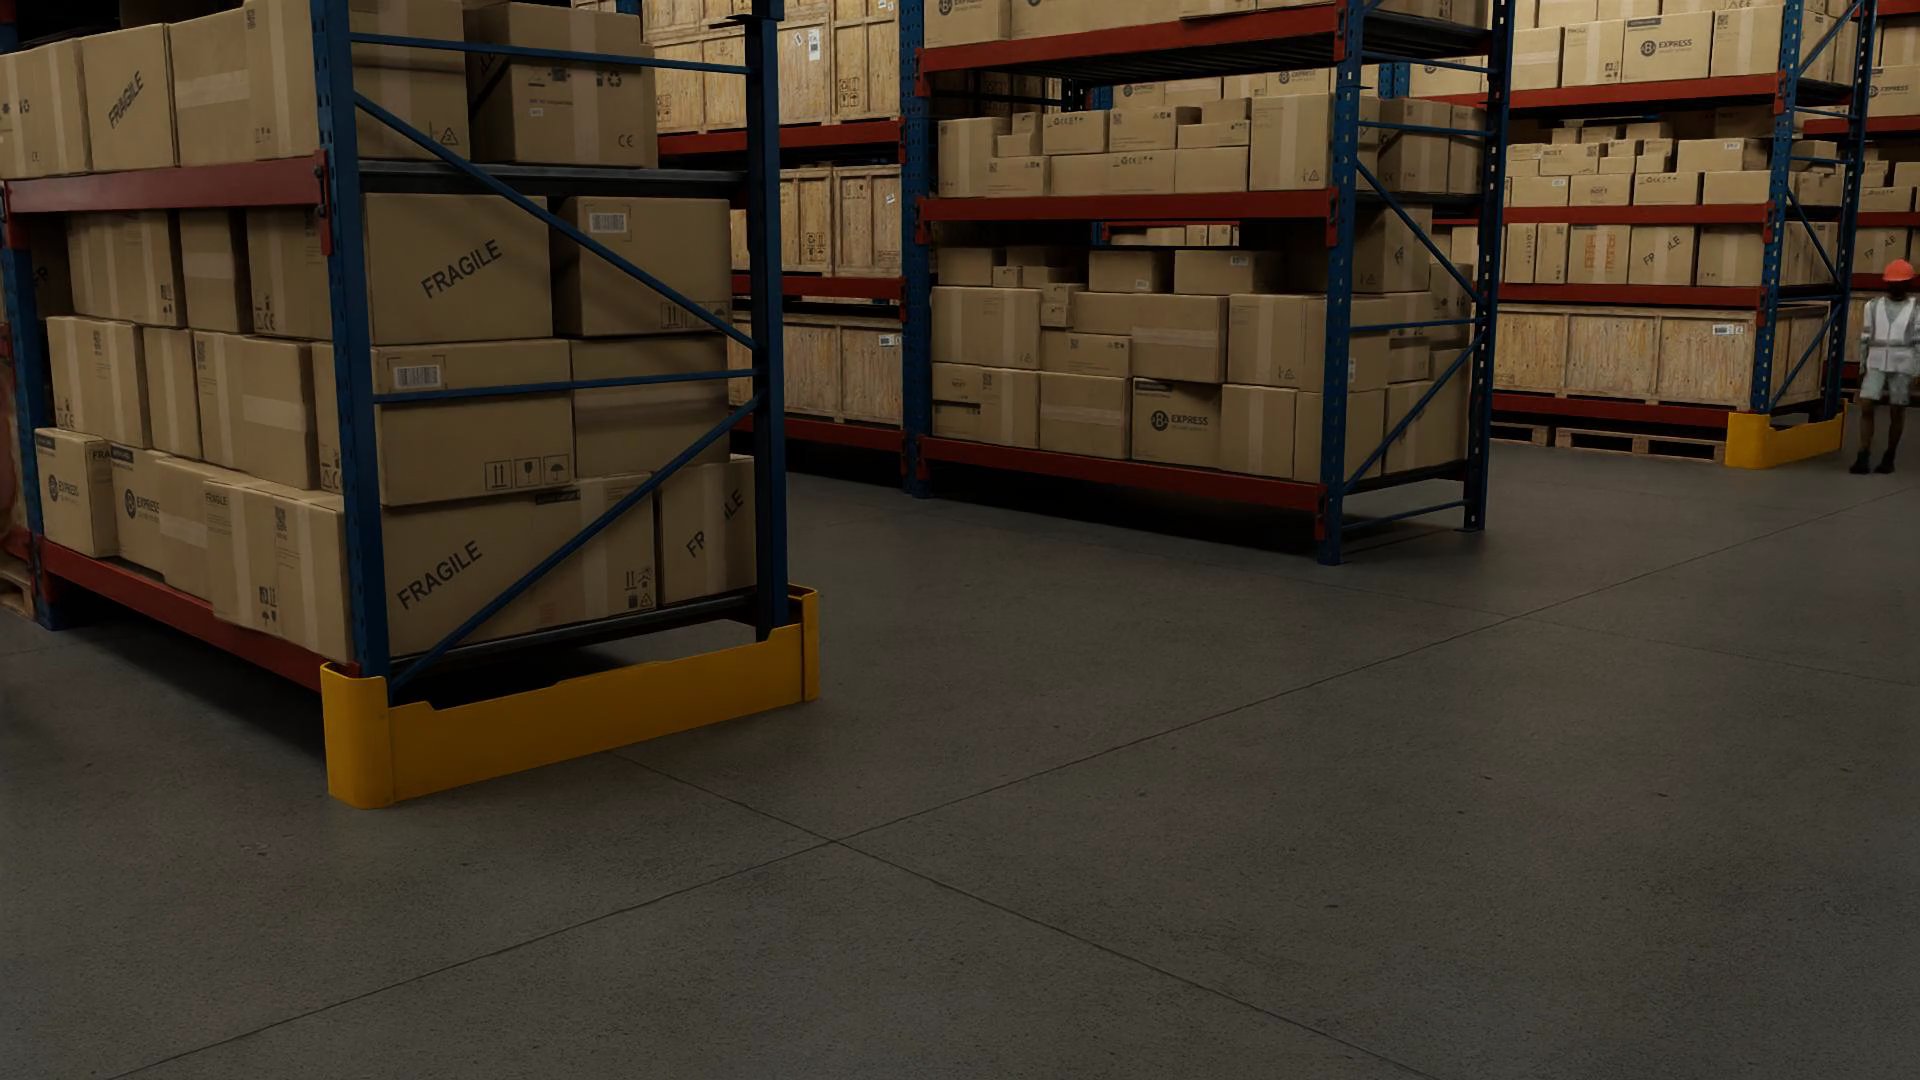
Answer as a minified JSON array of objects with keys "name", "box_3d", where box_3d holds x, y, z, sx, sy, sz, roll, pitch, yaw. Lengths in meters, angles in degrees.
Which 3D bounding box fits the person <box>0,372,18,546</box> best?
[{"name":"person","box_3d":[-4.503,-0.178,7.350,0.967,1.963,0.605,9,14,42]}]

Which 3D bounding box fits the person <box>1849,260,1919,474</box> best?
[{"name":"person","box_3d":[8.207,-1.508,14.727,0.558,1.906,0.829,10,14,42]}]
